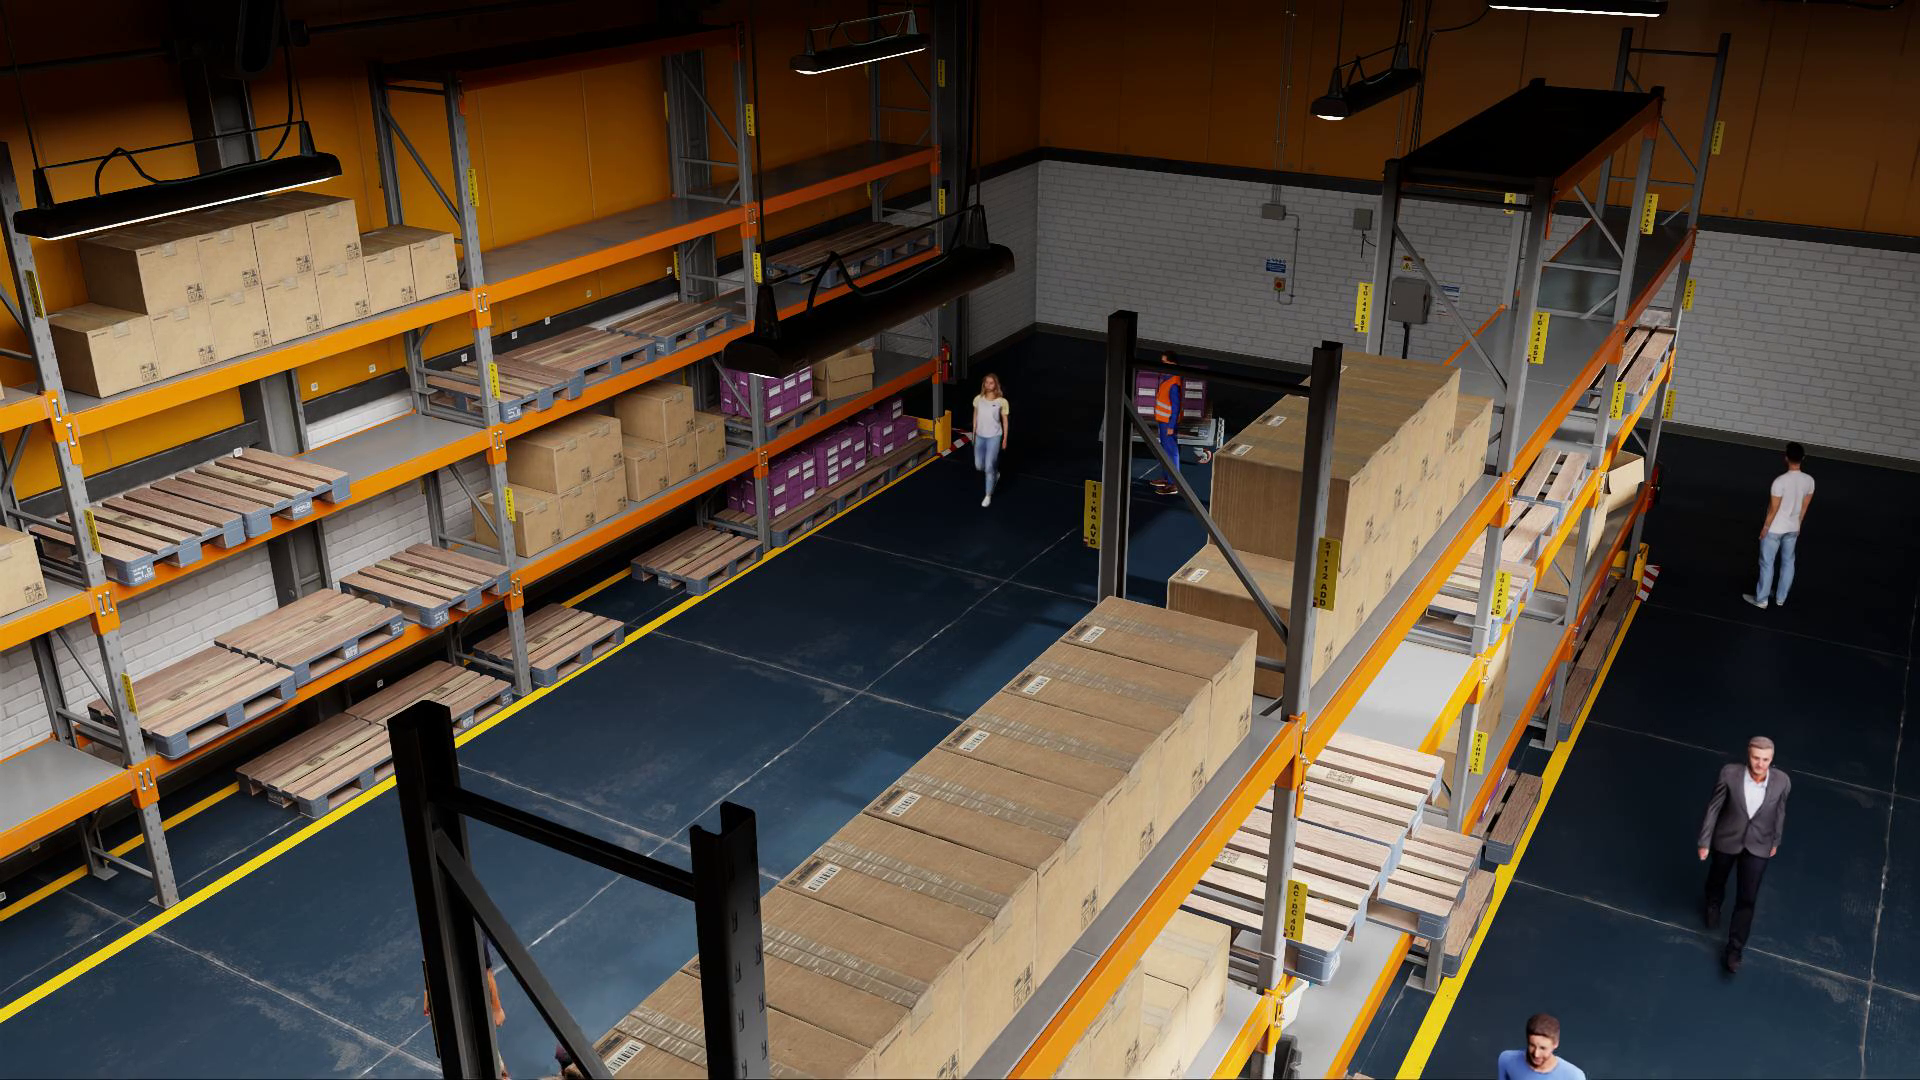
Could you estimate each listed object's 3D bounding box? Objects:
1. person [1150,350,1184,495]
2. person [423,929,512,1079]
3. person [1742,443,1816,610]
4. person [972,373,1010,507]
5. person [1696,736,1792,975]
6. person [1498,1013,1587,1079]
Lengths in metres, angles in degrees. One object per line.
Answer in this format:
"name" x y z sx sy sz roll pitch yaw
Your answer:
"person" 2.639 -1.500 21.004 0.857 1.863 0.756 -2 24 -5
"person" -3.130 2.963 10.834 0.706 1.830 0.948 15 28 31
"person" 8.869 -0.154 17.926 0.750 1.862 0.803 -5 24 -12
"person" 0.395 -1.281 20.693 0.708 1.711 0.853 9 25 19
"person" 5.862 2.248 12.521 0.905 1.790 1.271 8 25 18
"person" 3.332 3.476 9.649 0.706 1.841 1.053 11 26 23
